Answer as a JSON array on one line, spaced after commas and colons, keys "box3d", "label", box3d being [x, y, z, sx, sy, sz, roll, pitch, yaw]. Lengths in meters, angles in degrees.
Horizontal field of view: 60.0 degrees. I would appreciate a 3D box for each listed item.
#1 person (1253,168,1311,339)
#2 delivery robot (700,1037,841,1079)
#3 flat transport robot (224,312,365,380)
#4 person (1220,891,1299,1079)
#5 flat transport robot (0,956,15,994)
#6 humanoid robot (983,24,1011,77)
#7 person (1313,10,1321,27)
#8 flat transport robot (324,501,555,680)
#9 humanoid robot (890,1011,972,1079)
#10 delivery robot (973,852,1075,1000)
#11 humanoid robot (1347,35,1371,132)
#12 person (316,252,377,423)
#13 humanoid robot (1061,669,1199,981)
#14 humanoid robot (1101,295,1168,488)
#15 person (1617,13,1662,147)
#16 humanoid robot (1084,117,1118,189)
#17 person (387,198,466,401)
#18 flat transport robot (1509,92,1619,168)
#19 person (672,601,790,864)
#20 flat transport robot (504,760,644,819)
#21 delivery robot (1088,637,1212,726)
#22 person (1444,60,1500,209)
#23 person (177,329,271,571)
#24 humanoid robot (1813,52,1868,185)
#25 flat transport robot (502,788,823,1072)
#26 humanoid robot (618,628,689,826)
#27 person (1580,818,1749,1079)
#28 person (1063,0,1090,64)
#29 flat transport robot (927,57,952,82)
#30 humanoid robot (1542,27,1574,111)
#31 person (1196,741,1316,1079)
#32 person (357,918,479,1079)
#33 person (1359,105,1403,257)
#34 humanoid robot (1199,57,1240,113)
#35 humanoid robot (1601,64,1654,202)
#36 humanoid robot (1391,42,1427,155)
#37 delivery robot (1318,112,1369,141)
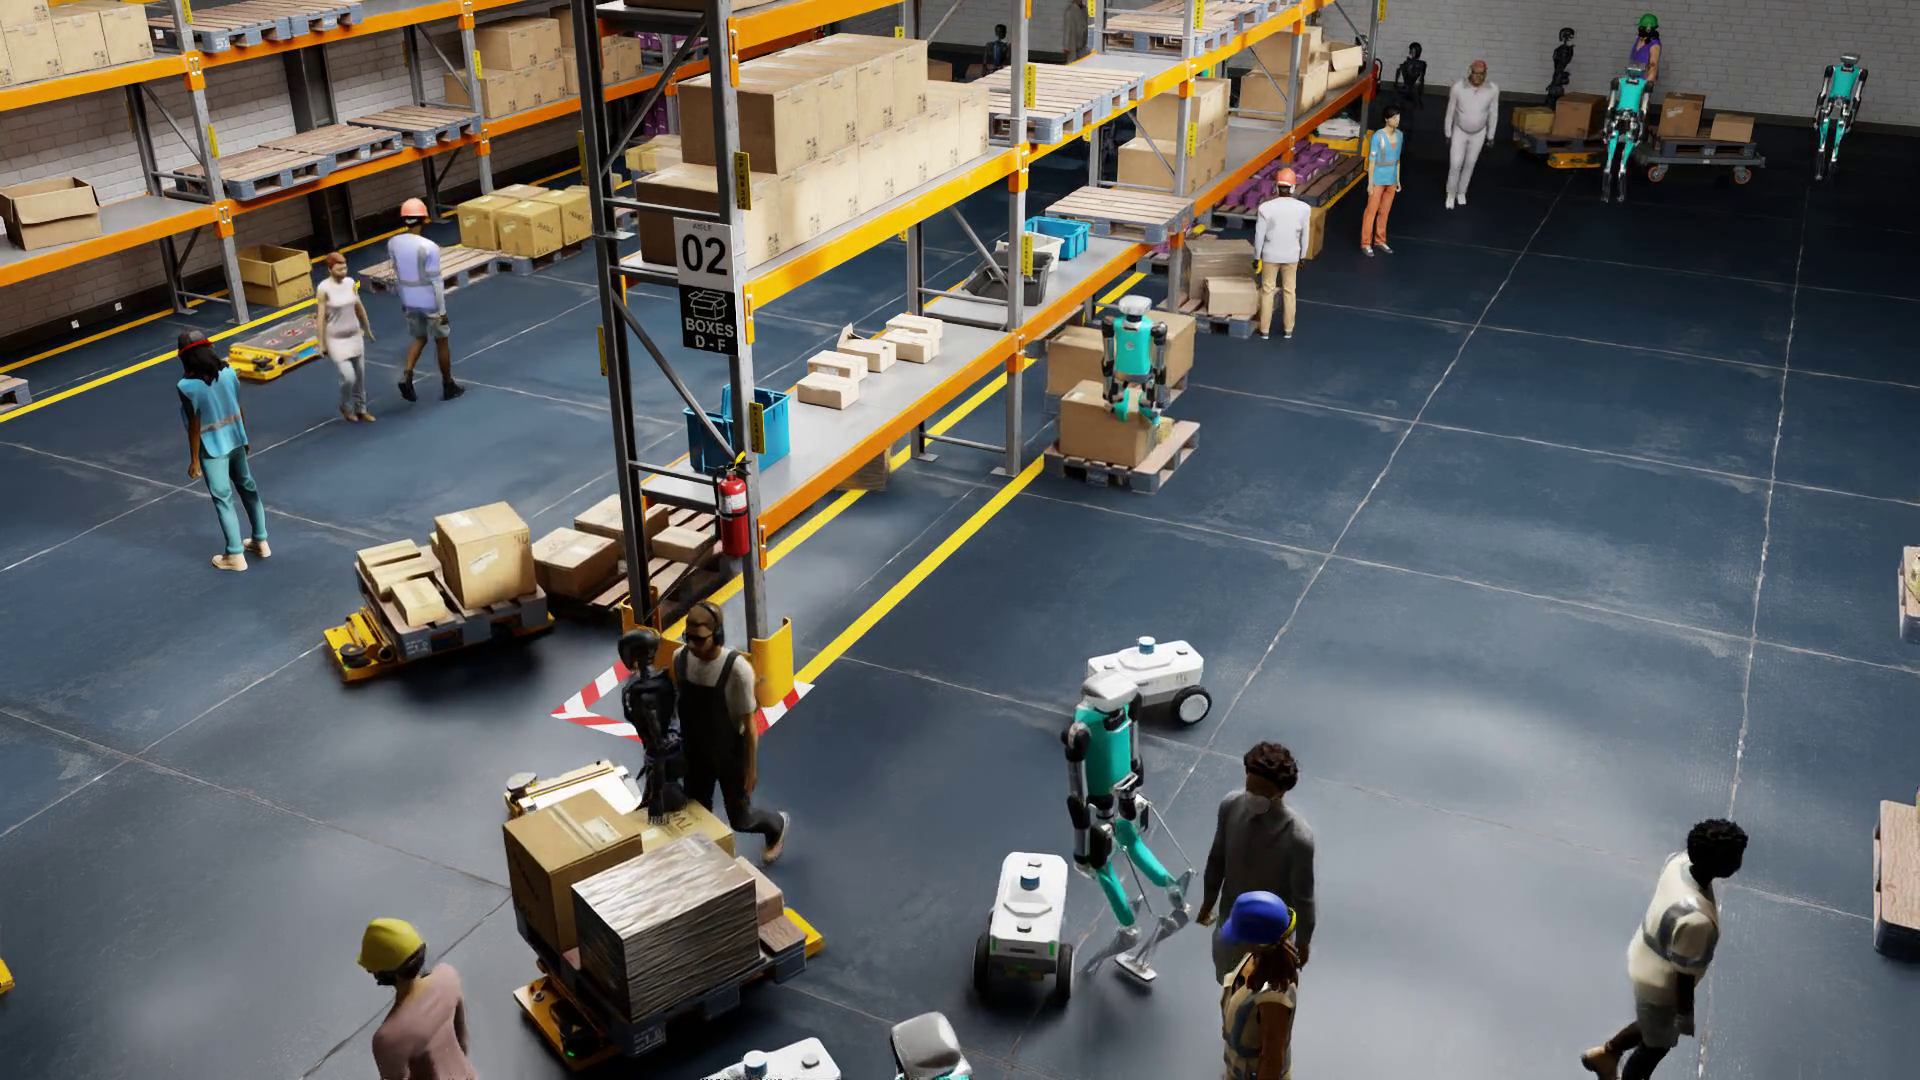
[{"box3d": [3.272, -2.929, 17.023, 0.565, 1.746, 0.337, 0, 26, -1], "label": "person"}, {"box3d": [-0.881, 2.518, 7.368, 0.795, 0.593, 0.499, -14, 30, -26], "label": "delivery robot"}, {"box3d": [-6.739, -1.957, 16.731, 0.659, 0.231, 1.431, 10, 28, 19], "label": "flat transport robot"}, {"box3d": [1.179, 2.147, 6.747, 0.321, 1.771, 0.469, 1, 26, 3], "label": "person"}, {"box3d": [-5.512, 2.293, 8.146, 1.431, 0.231, 0.659, -22, 34, -37], "label": "flat transport robot"}, {"box3d": [0.577, -6.979, 25.298, 0.614, 1.644, 0.456, 15, 30, 27], "label": "humanoid robot"}, {"box3d": [5.458, -7.490, 26.154, 0.903, 1.842, 0.539, 23, 34, 38], "label": "person"}, {"box3d": [-3.630, 0.582, 11.603, 1.431, 0.231, 0.659, -15, 30, -28], "label": "flat transport robot"}, {"box3d": [-0.284, 2.545, 6.036, 0.669, 1.851, 0.537, -13, 29, -24], "label": "humanoid robot"}, {"box3d": [0.337, 1.969, 8.501, 0.525, 0.614, 0.785, 4, 27, 7], "label": "delivery robot"}, {"box3d": [5.861, -6.580, 24.474, 0.347, 1.651, 0.599, 14, 30, 27], "label": "humanoid robot"}, {"box3d": [-5.487, -1.781, 14.825, 0.427, 1.632, 0.568, 17, 31, 30], "label": "person"}, {"box3d": [0.867, 1.517, 8.094, 0.725, 1.818, 0.551, 21, 33, 36], "label": "humanoid robot"}, {"box3d": [1.461, -1.163, 13.594, 0.538, 1.867, 0.796, 10, 28, 19], "label": "humanoid robot"}, {"box3d": [10.110, -6.814, 24.673, 0.420, 1.929, 0.533, -6, 27, -12], "label": "person"}, {"box3d": [1.889, -5.303, 21.907, 0.375, 1.647, 0.584, -20, 32, -34], "label": "humanoid robot"}, {"box3d": [-4.995, -2.165, 15.315, 0.585, 1.903, 0.632, 9, 28, 18], "label": "person"}, {"box3d": [8.717, -5.657, 24.204, 0.659, 0.231, 1.431, -2, 26, -4], "label": "flat transport robot"}, {"box3d": [-1.254, 1.107, 8.794, 0.511, 1.824, 0.759, 12, 29, 23], "label": "person"}, {"box3d": [-2.022, 1.675, 9.395, 0.659, 0.231, 1.431, -16, 30, -29], "label": "flat transport robot"}, {"box3d": [1.196, 0.901, 10.644, 0.802, 0.601, 0.499, -10, 28, -19], "label": "delivery robot"}, {"box3d": [6.613, -5.235, 21.537, 0.641, 1.881, 0.764, 3, 26, 6], "label": "person"}, {"box3d": [-5.476, -0.664, 12.317, 0.393, 1.869, 0.528, 13, 29, 25], "label": "person"}, {"box3d": [11.832, -5.616, 22.514, 0.547, 1.827, 0.763, 12, 29, 23], "label": "humanoid robot"}, {"box3d": [-1.467, 2.144, 8.447, 1.431, 0.231, 0.659, -20, 32, -34], "label": "flat transport robot"}, {"box3d": [-1.571, 1.233, 8.778, 0.722, 1.645, 0.628, -7, 27, -13], "label": "humanoid robot"}, {"box3d": [3.115, 1.914, 7.313, 0.391, 1.676, 0.575, 7, 27, 14], "label": "person"}, {"box3d": [1.897, -8.335, 27.881, 0.541, 1.812, 0.706, -22, 34, -38], "label": "person"}, {"box3d": [-0.780, -6.822, 26.558, 1.431, 0.231, 0.659, -16, 31, -30], "label": "flat transport robot"}, {"box3d": [8.939, -6.867, 25.062, 0.446, 1.654, 0.601, 6, 27, 13], "label": "humanoid robot"}, {"box3d": [1.388, 1.672, 7.582, 0.563, 1.881, 0.687, 23, 34, 38], "label": "person"}, {"box3d": [-2.120, 2.228, 6.604, 0.372, 1.744, 0.551, 7, 27, 13], "label": "person"}, {"box3d": [5.008, -4.246, 19.669, 0.503, 1.763, 0.301, -14, 30, -26], "label": "person"}, {"box3d": [3.799, -6.390, 24.051, 1.006, 1.711, 0.542, -21, 33, -36], "label": "humanoid robot"}, {"box3d": [8.674, -5.261, 21.829, 0.530, 1.849, 0.709, 12, 29, 24], "label": "humanoid robot"}, {"box3d": [6.482, -6.384, 24.101, 0.610, 1.630, 0.372, -13, 29, -24], "label": "humanoid robot"}, {"box3d": [5.668, -6.025, 24.606, 0.768, 0.576, 0.499, 11, 28, 20], "label": "delivery robot"}]
